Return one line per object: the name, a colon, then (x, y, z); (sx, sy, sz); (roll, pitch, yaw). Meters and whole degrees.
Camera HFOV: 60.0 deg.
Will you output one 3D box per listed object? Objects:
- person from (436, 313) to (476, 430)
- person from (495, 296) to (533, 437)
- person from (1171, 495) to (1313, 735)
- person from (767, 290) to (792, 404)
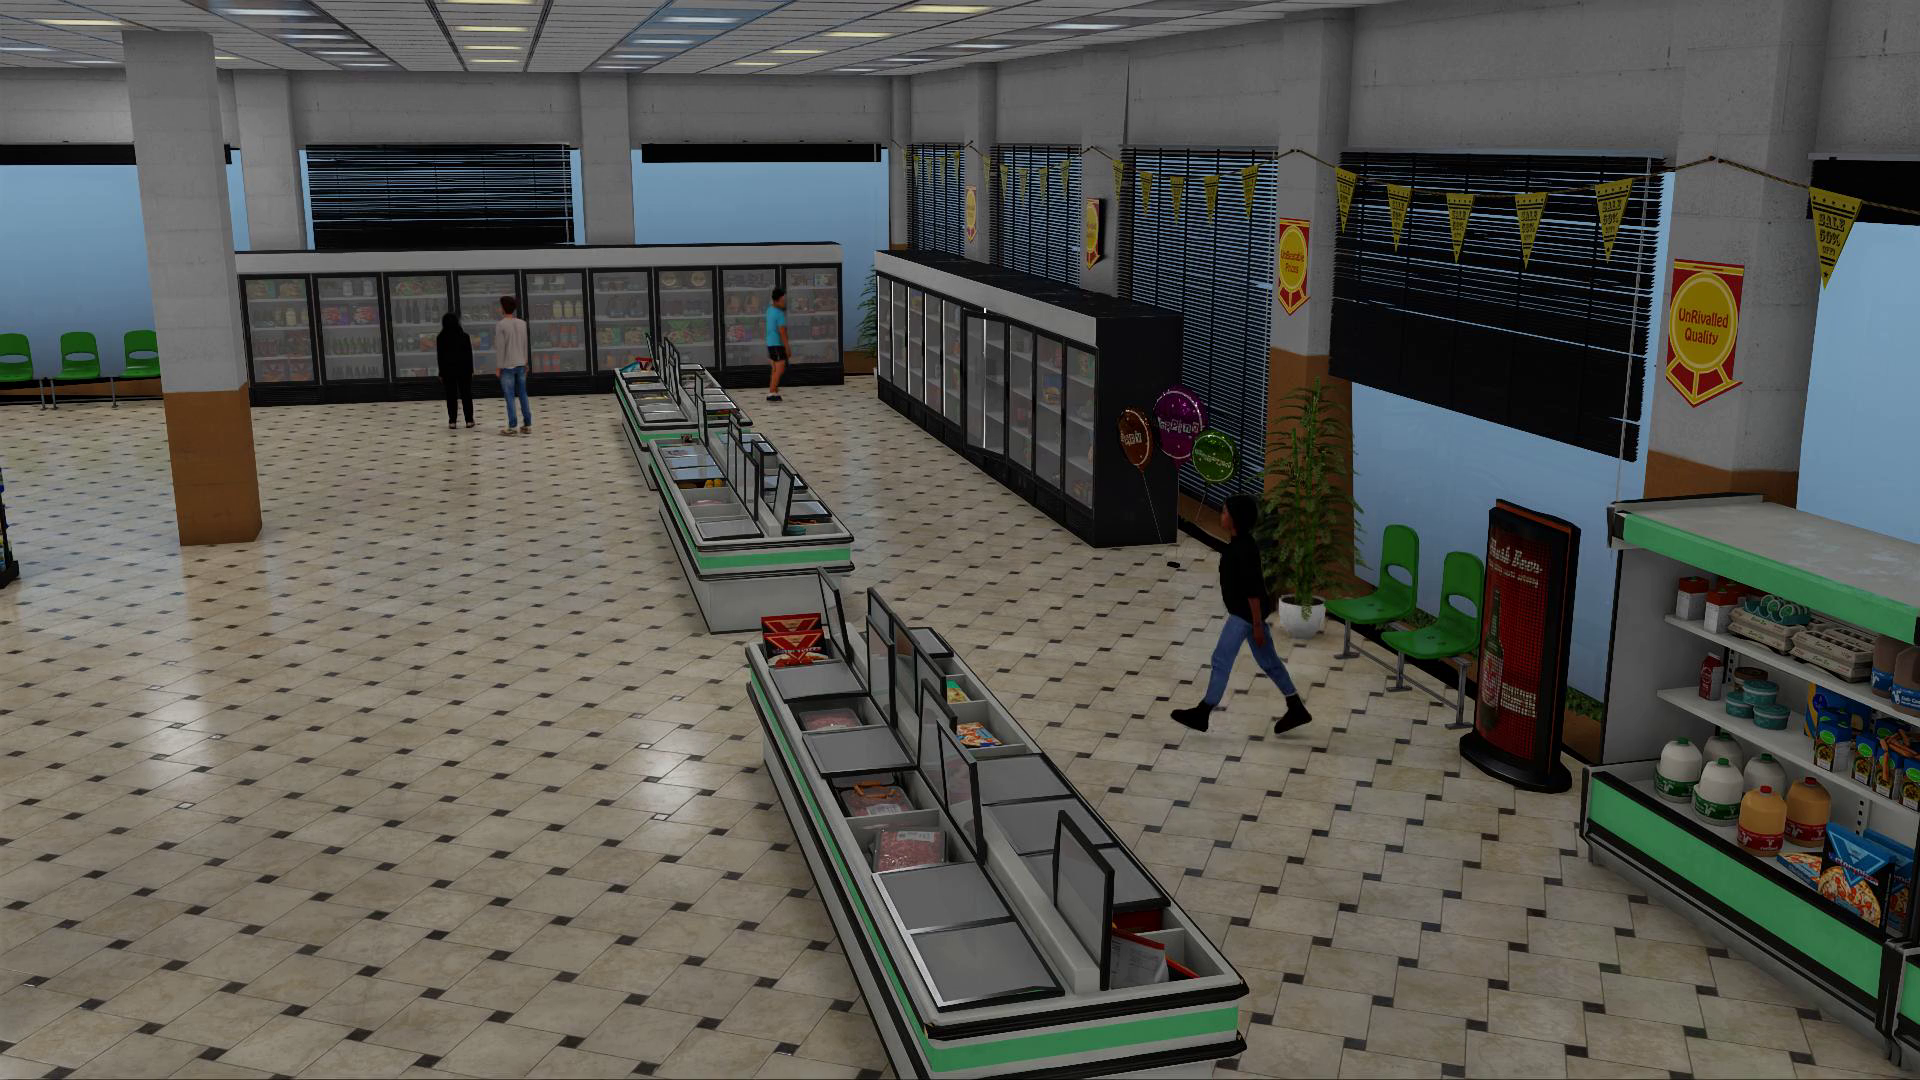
person: (-7.086, -2.379, 23.378); (0.625, 1.612, 0.601); (-4, 14, -15)
person: (-6.130, -2.388, 22.798); (0.774, 1.902, 0.756); (11, 17, 38)
person: (2.037, 0.545, 11.213); (0.984, 1.665, 1.196); (1, 14, 3)
person: (-2.829, -2.972, 25.532); (0.720, 1.749, 0.924); (13, 19, 43)
